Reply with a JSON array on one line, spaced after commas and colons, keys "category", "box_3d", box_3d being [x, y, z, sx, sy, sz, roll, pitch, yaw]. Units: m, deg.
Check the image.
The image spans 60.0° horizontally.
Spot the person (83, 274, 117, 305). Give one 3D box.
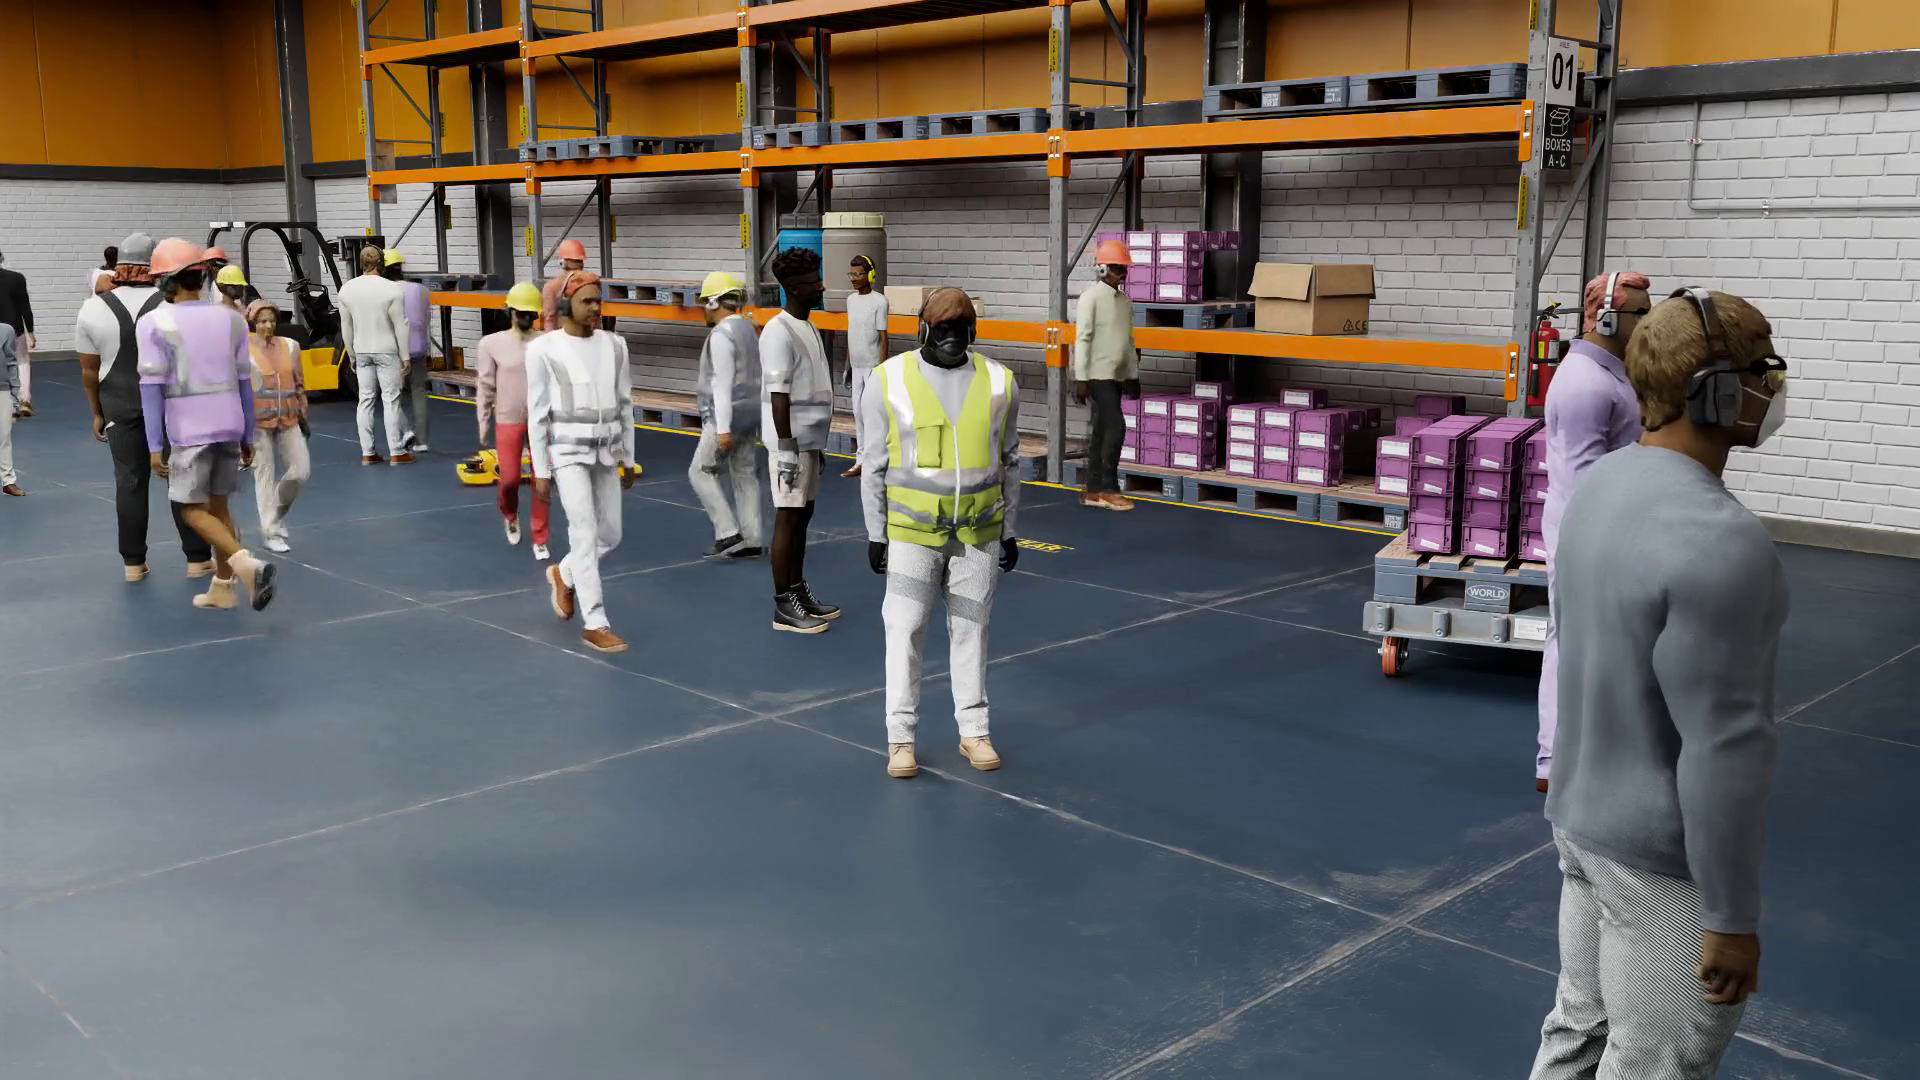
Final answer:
[{"category": "person", "box_3d": [-9.602, -2.202, 18.775, 0.509, 1.585, 0.854, -7, 13, -35]}]

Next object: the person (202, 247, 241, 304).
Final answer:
[{"category": "person", "box_3d": [-8.044, -2.257, 18.265, 0.553, 1.886, 0.589, -2, 11, -9]}]

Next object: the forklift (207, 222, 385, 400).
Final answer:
[{"category": "forklift", "box_3d": [-8.169, -2.758, 20.163, 2.313, 2.155, 1.214, -10, 14, -44]}]

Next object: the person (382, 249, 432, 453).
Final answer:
[{"category": "person", "box_3d": [-5.166, -1.747, 15.472, 0.617, 1.895, 0.443, -9, 13, -39]}]

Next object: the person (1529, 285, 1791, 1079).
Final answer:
[{"category": "person", "box_3d": [1.212, 0.539, 2.884, 0.372, 1.940, 0.630, 0, 10, 0]}]

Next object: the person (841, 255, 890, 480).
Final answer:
[{"category": "person", "box_3d": [-0.793, -1.425, 13.820, 0.334, 1.860, 0.509, -9, 14, -42]}]

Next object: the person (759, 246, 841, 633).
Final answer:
[{"category": "person", "box_3d": [-0.828, -0.517, 8.562, 0.366, 1.966, 0.607, 2, 11, 9]}]

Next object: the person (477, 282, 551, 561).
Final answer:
[{"category": "person", "box_3d": [-2.733, -0.744, 10.431, 0.565, 1.737, 0.516, -4, 11, -21]}]

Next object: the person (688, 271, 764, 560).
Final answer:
[{"category": "person", "box_3d": [-1.437, -0.753, 10.312, 0.480, 1.802, 0.596, 2, 11, 13]}]

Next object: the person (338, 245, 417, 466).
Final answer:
[{"category": "person", "box_3d": [-5.116, -1.615, 14.628, 0.632, 1.940, 0.372, 2, 11, 10]}]

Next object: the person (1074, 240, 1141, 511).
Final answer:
[{"category": "person", "box_3d": [1.175, -1.196, 12.225, 0.672, 1.975, 0.645, 7, 13, 35]}]

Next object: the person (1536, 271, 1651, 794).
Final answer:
[{"category": "person", "box_3d": [2.295, -0.006, 5.982, 0.402, 1.901, 0.647, 5, 11, 25]}]

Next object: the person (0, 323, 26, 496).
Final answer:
[{"category": "person", "box_3d": [-7.489, -1.126, 12.797, 0.285, 1.633, 0.499, 9, 14, 40]}]

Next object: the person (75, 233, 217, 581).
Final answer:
[{"category": "person", "box_3d": [-4.769, -0.784, 9.820, 0.684, 2.000, 0.535, -2, 11, -13]}]

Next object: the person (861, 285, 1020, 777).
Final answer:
[{"category": "person", "box_3d": [-0.059, -0.030, 6.263, 0.624, 1.840, 0.429, -3, 11, -15]}]

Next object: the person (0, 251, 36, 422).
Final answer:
[{"category": "person", "box_3d": [-10.415, -2.264, 18.089, 0.634, 1.964, 0.494, -4, 11, -23]}]

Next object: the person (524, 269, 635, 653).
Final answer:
[{"category": "person", "box_3d": [-1.894, -0.406, 8.250, 0.746, 1.863, 0.588, 10, 14, 43]}]

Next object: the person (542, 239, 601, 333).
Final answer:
[{"category": "person", "box_3d": [-3.573, -1.793, 15.476, 0.435, 1.980, 0.652, 10, 14, 42]}]

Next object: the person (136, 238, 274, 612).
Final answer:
[{"category": "person", "box_3d": [-3.900, -0.559, 8.686, 0.763, 2.015, 0.610, 7, 13, 35]}]

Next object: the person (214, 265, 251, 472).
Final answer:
[{"category": "person", "box_3d": [-6.251, -1.477, 14.356, 0.330, 1.765, 0.533, 1, 10, 3]}]

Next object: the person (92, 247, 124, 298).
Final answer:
[{"category": "person", "box_3d": [-10.719, -2.739, 20.960, 0.657, 1.884, 0.367, 7, 13, 34]}]

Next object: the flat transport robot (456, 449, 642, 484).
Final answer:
[{"category": "flat transport robot", "box_3d": [-3.436, -0.647, 13.902, 1.431, 0.197, 0.652, -4, 11, -22]}]

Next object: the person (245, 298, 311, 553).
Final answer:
[{"category": "person", "box_3d": [-4.413, -0.731, 10.651, 0.392, 1.623, 0.530, 8, 13, 36]}]
